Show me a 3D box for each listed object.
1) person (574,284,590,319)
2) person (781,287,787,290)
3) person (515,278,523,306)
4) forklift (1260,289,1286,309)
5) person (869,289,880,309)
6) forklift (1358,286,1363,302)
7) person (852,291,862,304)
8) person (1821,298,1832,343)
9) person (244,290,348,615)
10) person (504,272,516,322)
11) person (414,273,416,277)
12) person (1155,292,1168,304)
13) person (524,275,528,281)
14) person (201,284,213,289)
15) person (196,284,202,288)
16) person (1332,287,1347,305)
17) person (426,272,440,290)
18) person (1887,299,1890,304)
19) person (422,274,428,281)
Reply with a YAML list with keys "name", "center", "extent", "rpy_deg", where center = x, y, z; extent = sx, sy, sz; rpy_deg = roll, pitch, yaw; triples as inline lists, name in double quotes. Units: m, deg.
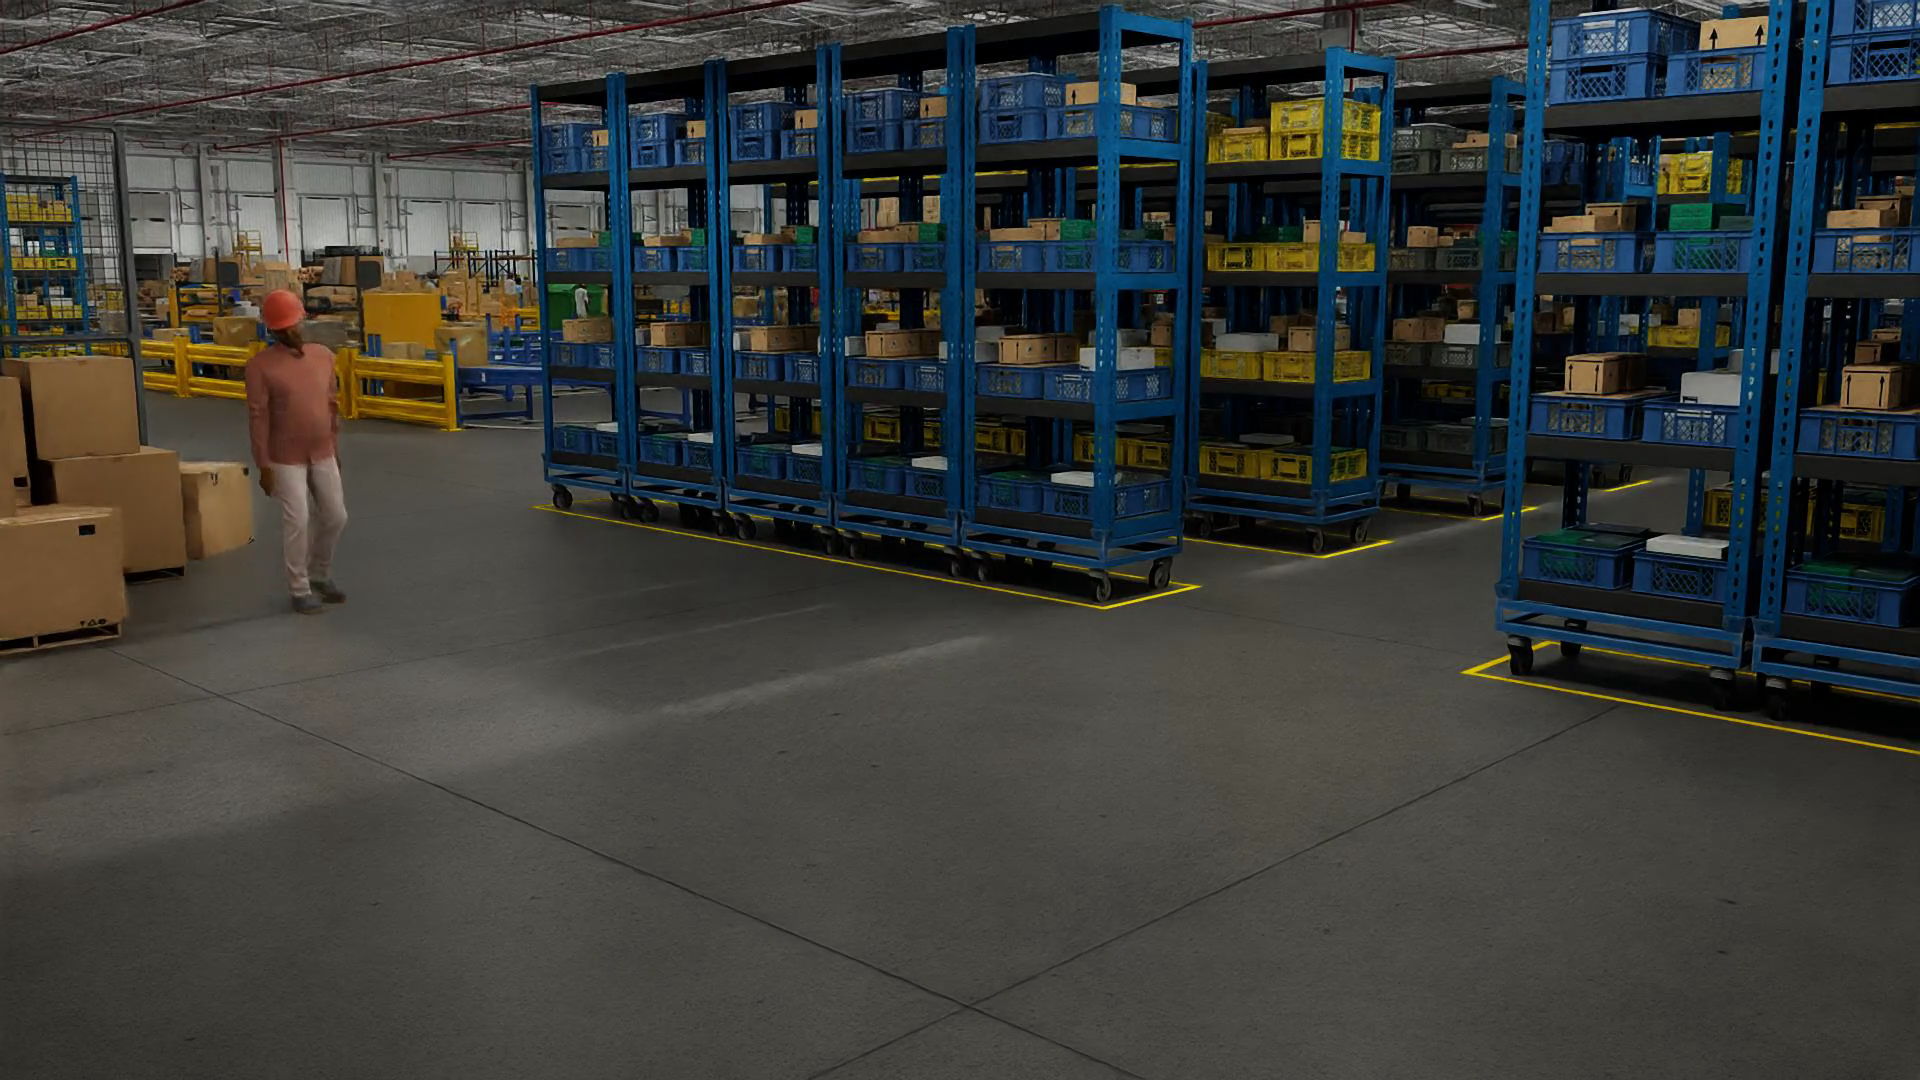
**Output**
- name: "person"
  center: [-9.570, -5.731, 42.191]
  extent: [0.528, 1.865, 0.313]
  rpy_deg: [9, 13, 43]
- name: "person"
  center: [-7.746, -10.993, 74.140]
  extent: [0.612, 1.962, 0.364]
  rpy_deg: [9, 13, 43]
- name: "person"
  center: [-18.064, -9.871, 68.081]
  extent: [0.539, 1.695, 0.318]
  rpy_deg: [9, 13, 43]
- name: "forklift"
  center: [10.442, -8.148, 53.899]
  extent: [1.129, 2.768, 1.873]
  rpy_deg: [9, 13, 43]
- name: "person"
  center: [-3.140, -8.820, 60.910]
  extent: [0.550, 1.933, 0.374]
  rpy_deg: [9, 13, 43]
- name: "forklift"
  center: [11.100, -7.017, 46.970]
  extent: [1.873, 2.768, 1.129]
  rpy_deg: [9, 13, 43]
- name: "person"
  center: [-3.997, -9.495, 65.109]
  extent: [0.594, 1.915, 0.373]
  rpy_deg: [9, 13, 43]
- name: "person"
  center: [22.315, -5.807, 42.761]
  extent: [0.598, 1.828, 0.403]
  rpy_deg: [9, 13, 43]
- name: "person"
  center: [-3.938, -0.502, 9.879]
  extent: [0.520, 1.948, 0.647]
  rpy_deg: [6, 11, 34]
- name: "person"
  center: [-16.783, -9.025, 62.166]
  extent: [0.633, 1.936, 0.353]
  rpy_deg: [9, 13, 43]
- name: "person"
  center: [-28.767, -13.132, 87.554]
  extent: [0.528, 1.869, 0.313]
  rpy_deg: [9, 13, 43]
- name: "person"
  center: [6.463, -7.498, 52.774]
  extent: [0.612, 1.943, 0.404]
  rpy_deg: [9, 13, 43]
- name: "person"
  center: [-24.708, -14.252, 94.805]
  extent: [0.491, 1.743, 0.324]
  rpy_deg: [9, 13, 43]
- name: "person"
  center: [-18.990, -5.648, 41.988]
  extent: [0.531, 1.765, 0.327]
  rpy_deg: [9, 13, 43]
- name: "person"
  center: [-36.635, -12.001, 80.611]
  extent: [0.685, 1.863, 0.425]
  rpy_deg: [-6, 11, -33]
- name: "person"
  center: [5.745, -2.909, 24.769]
  extent: [0.649, 1.904, 0.401]
  rpy_deg: [9, 13, 43]
- name: "person"
  center: [-18.795, -8.684, 59.758]
  extent: [0.837, 2.000, 0.533]
  rpy_deg: [-8, 12, -41]
- name: "person"
  center: [25.123, -6.070, 44.571]
  extent: [0.531, 1.767, 0.328]
  rpy_deg: [9, 13, 43]
- name: "person"
  center: [-29.191, -13.540, 90.280]
  extent: [0.694, 1.807, 0.544]
  rpy_deg: [-4, 10, -22]
